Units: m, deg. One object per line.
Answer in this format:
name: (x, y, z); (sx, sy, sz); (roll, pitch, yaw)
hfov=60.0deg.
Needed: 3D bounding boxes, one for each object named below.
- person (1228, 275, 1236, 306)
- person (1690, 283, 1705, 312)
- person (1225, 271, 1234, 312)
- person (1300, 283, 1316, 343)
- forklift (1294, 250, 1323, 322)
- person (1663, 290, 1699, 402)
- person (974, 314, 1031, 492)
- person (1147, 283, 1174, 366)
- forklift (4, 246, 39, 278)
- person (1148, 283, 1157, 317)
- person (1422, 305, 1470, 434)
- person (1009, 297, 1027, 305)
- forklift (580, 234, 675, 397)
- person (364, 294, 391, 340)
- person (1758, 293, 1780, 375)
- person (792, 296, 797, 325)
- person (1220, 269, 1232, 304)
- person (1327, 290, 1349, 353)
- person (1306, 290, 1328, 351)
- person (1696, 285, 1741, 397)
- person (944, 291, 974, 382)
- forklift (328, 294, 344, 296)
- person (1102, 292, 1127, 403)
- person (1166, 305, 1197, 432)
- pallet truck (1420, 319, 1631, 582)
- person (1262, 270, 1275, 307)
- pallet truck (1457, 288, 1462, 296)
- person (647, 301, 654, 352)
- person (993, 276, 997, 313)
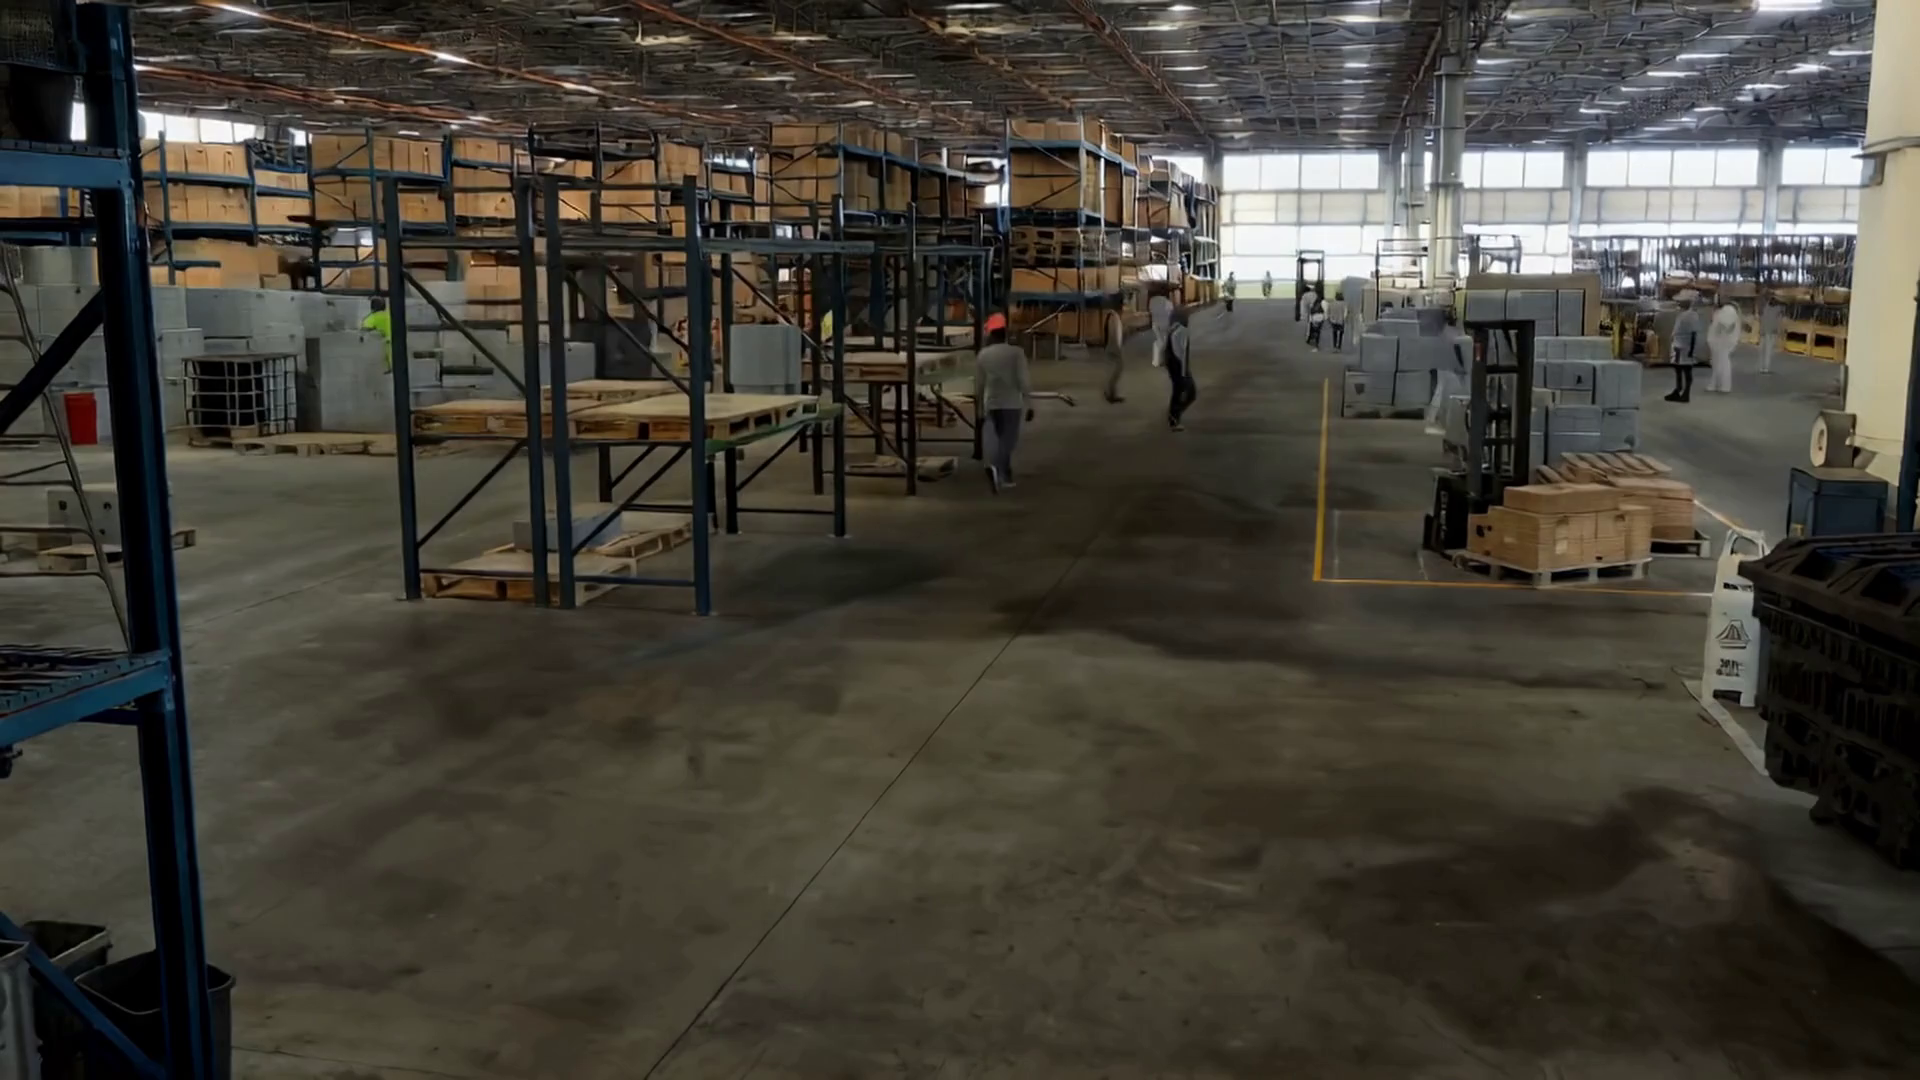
person: (14.418, -13.329, 88.429); (0.524, 1.769, 0.315); (3, 10, 15)
person: (22.950, -7.147, 51.940); (0.543, 1.731, 0.854); (3, 10, 18)
person: (12.754, -11.716, 78.379); (0.551, 1.932, 0.378); (-9, 13, -43)
person: (10.385, -6.734, 49.318); (0.605, 1.792, 0.921); (2, 10, 10)
forklift: (13.778, -10.002, 65.433); (1.129, 2.768, 1.873); (2, 10, 12)
person: (12.581, -3.373, 28.965); (0.354, 1.939, 0.545); (-3, 10, -15)
person: (0.419, -1.437, 17.628); (0.620, 1.894, 0.753); (4, 10, 22)
person: (4.723, -5.003, 38.637); (0.834, 1.918, 0.663); (-9, 13, -43)
forklift: (-25.085, -6.495, 44.669); (1.873, 2.768, 1.129); (2, 10, 12)
person: (6.938, -8.461, 60.069); (0.742, 1.610, 0.505); (2, 10, 10)
person: (7.029, -2.405, 23.582); (0.941, 1.826, 0.540); (1, 10, 5)
person: (2.240, -9.310, 64.390); (0.654, 1.842, 1.040); (9, 13, 44)
forklift: (-4.930, -2.999, 23.966); (1.129, 2.768, 1.873); (2, 10, 12)
person: (-8.889, -2.798, 25.555); (0.370, 1.941, 0.627); (5, 11, 27)
person: (17.408, -4.423, 35.719); (0.527, 1.760, 0.331); (-7, 12, -34)
person: (-5.250, -7.380, 53.705); (0.321, 1.597, 0.617); (8, 12, 39)
person: (14.787, -14.010, 91.961); (0.615, 1.948, 1.038); (-7, 12, -36)
person: (10.046, -5.815, 44.249); (0.553, 1.647, 0.859); (2, 10, 13)
person: (9.650, -5.928, 44.902); (0.547, 1.664, 0.803); (0, 10, 2)
person: (13.690, -3.617, 30.110); (0.758, 2.000, 0.707); (8, 12, 38)
person: (-0.054, -4.095, 33.540); (0.948, 1.825, 0.532); (0, 10, -2)
forklift: (-18.791, -7.390, 49.970); (1.873, 2.768, 1.129); (-3, 10, -18)
person: (2.680, -3.294, 28.587); (0.455, 1.903, 0.628); (2, 10, 11)
person: (3.159, -2.439, 23.765); (0.432, 1.825, 0.536); (-2, 10, -13)
pallet truck: (4.543, -0.757, 13.299); (0.823, 1.965, 1.885); (-4, 10, -22)
person: (16.156, -13.190, 87.205); (0.620, 1.897, 0.956); (-3, 10, -16)
pallet truck: (20.506, -9.785, 68.819); (0.653, 1.274, 1.630); (2, 10, 12)
person: (-4.689, -2.606, 24.581); (0.343, 1.882, 0.585); (-4, 10, -23)
person: (1.599, -11.495, 77.057); (0.353, 1.937, 0.635); (-6, 11, -30)
